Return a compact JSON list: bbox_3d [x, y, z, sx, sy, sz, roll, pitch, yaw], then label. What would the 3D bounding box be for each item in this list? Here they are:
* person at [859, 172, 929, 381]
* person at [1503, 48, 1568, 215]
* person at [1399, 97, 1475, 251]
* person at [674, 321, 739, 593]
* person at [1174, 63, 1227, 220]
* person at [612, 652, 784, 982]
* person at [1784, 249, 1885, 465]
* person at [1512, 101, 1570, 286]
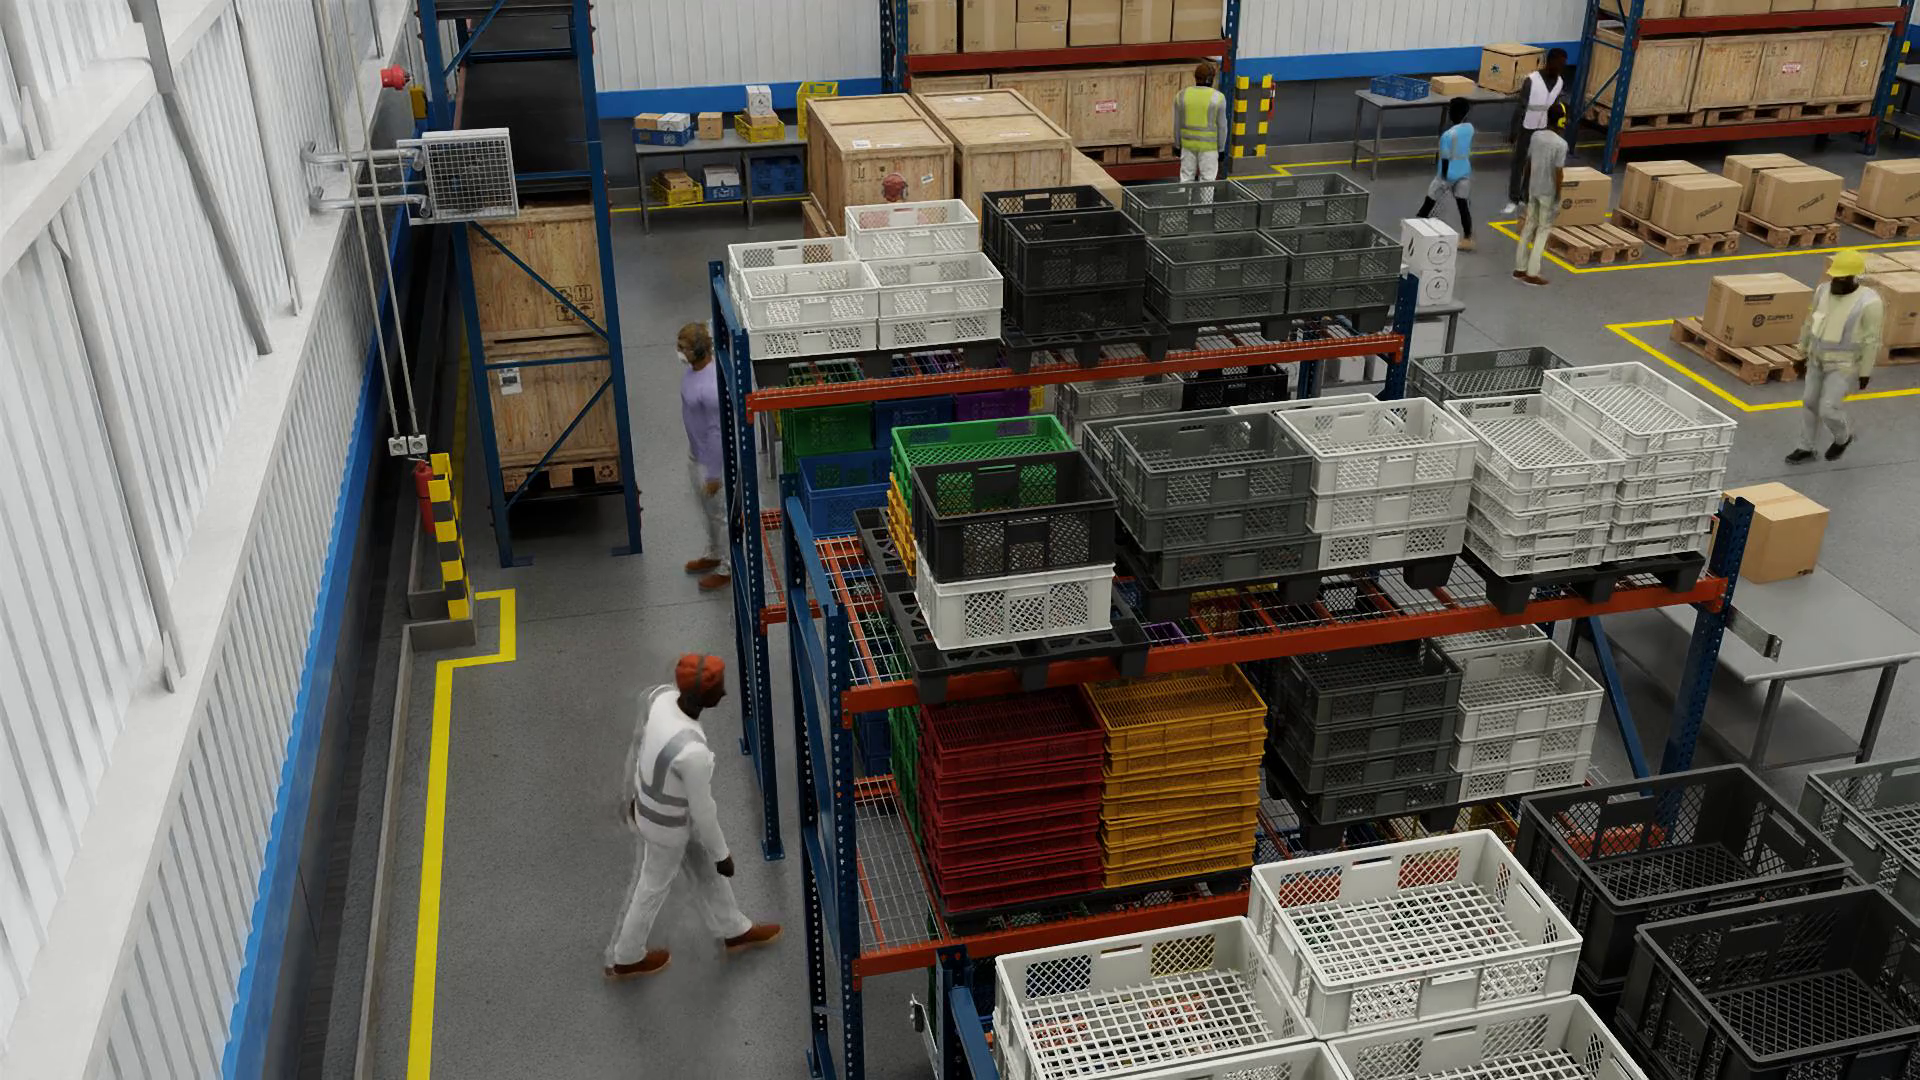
[{"bbox_3d":[-0.563,-2.282,14.623,0.641,1.898,0.400,3,28,5],"label":"person"},{"bbox_3d":[6.640,-4.760,19.344,0.695,1.880,0.372,-13,31,-23],"label":"person"},{"bbox_3d":[5.334,-4.026,18.190,0.536,1.627,0.943,-17,32,-29],"label":"person"},{"bbox_3d":[-1.710,-0.575,11.333,0.355,1.936,0.635,-10,29,-18],"label":"person"},{"bbox_3d":[2.714,-4.440,18.777,0.621,1.837,0.429,14,31,24],"label":"person"},{"bbox_3d":[-1.284,1.317,7.862,0.947,1.820,0.584,-8,29,-14],"label":"person"},{"bbox_3d":[6.861,-1.421,13.070,0.485,1.810,0.619,-11,30,-19],"label":"person"},{"bbox_3d":[5.985,-3.554,17.064,0.307,1.865,0.533,-13,31,-23],"label":"person"}]
